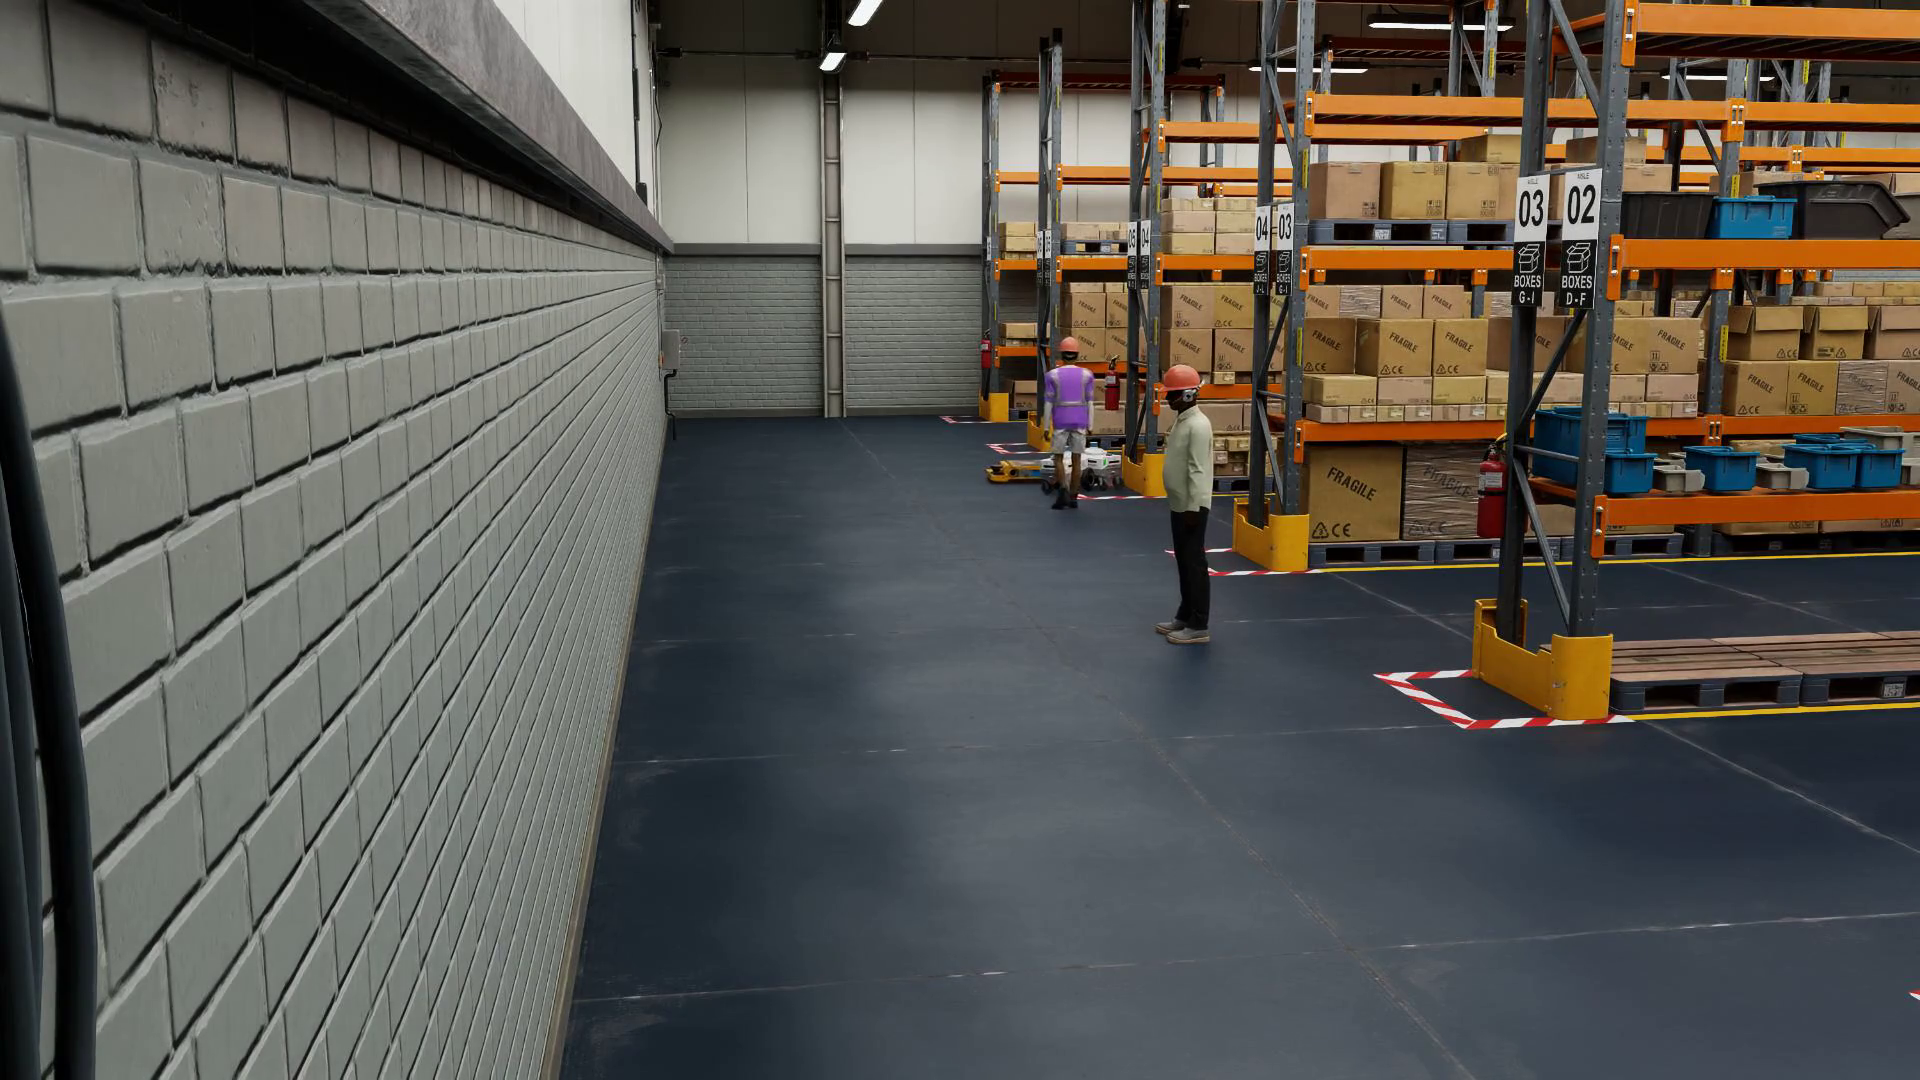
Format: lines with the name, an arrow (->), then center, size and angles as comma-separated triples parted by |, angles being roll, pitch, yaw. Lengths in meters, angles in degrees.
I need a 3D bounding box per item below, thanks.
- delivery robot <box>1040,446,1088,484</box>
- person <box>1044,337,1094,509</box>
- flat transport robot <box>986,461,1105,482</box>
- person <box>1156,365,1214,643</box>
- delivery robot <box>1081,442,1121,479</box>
delivery robot -> 1.240, -0.882, 19.872 | 0.477, 0.478, 0.707 | 5, 11, 30
person -> 1.220, -1.293, 18.557 | 0.559, 1.917, 0.530 | 0, 9, 0
flat transport robot -> 1.069, -0.885, 21.046 | 1.431, 0.197, 0.652 | -1, 9, -5
person -> 1.608, -0.261, 11.932 | 0.401, 1.986, 0.613 | -1, 9, -8
delivery robot -> 1.633, -0.954, 20.311 | 0.477, 0.478, 0.707 | -8, 12, -41
